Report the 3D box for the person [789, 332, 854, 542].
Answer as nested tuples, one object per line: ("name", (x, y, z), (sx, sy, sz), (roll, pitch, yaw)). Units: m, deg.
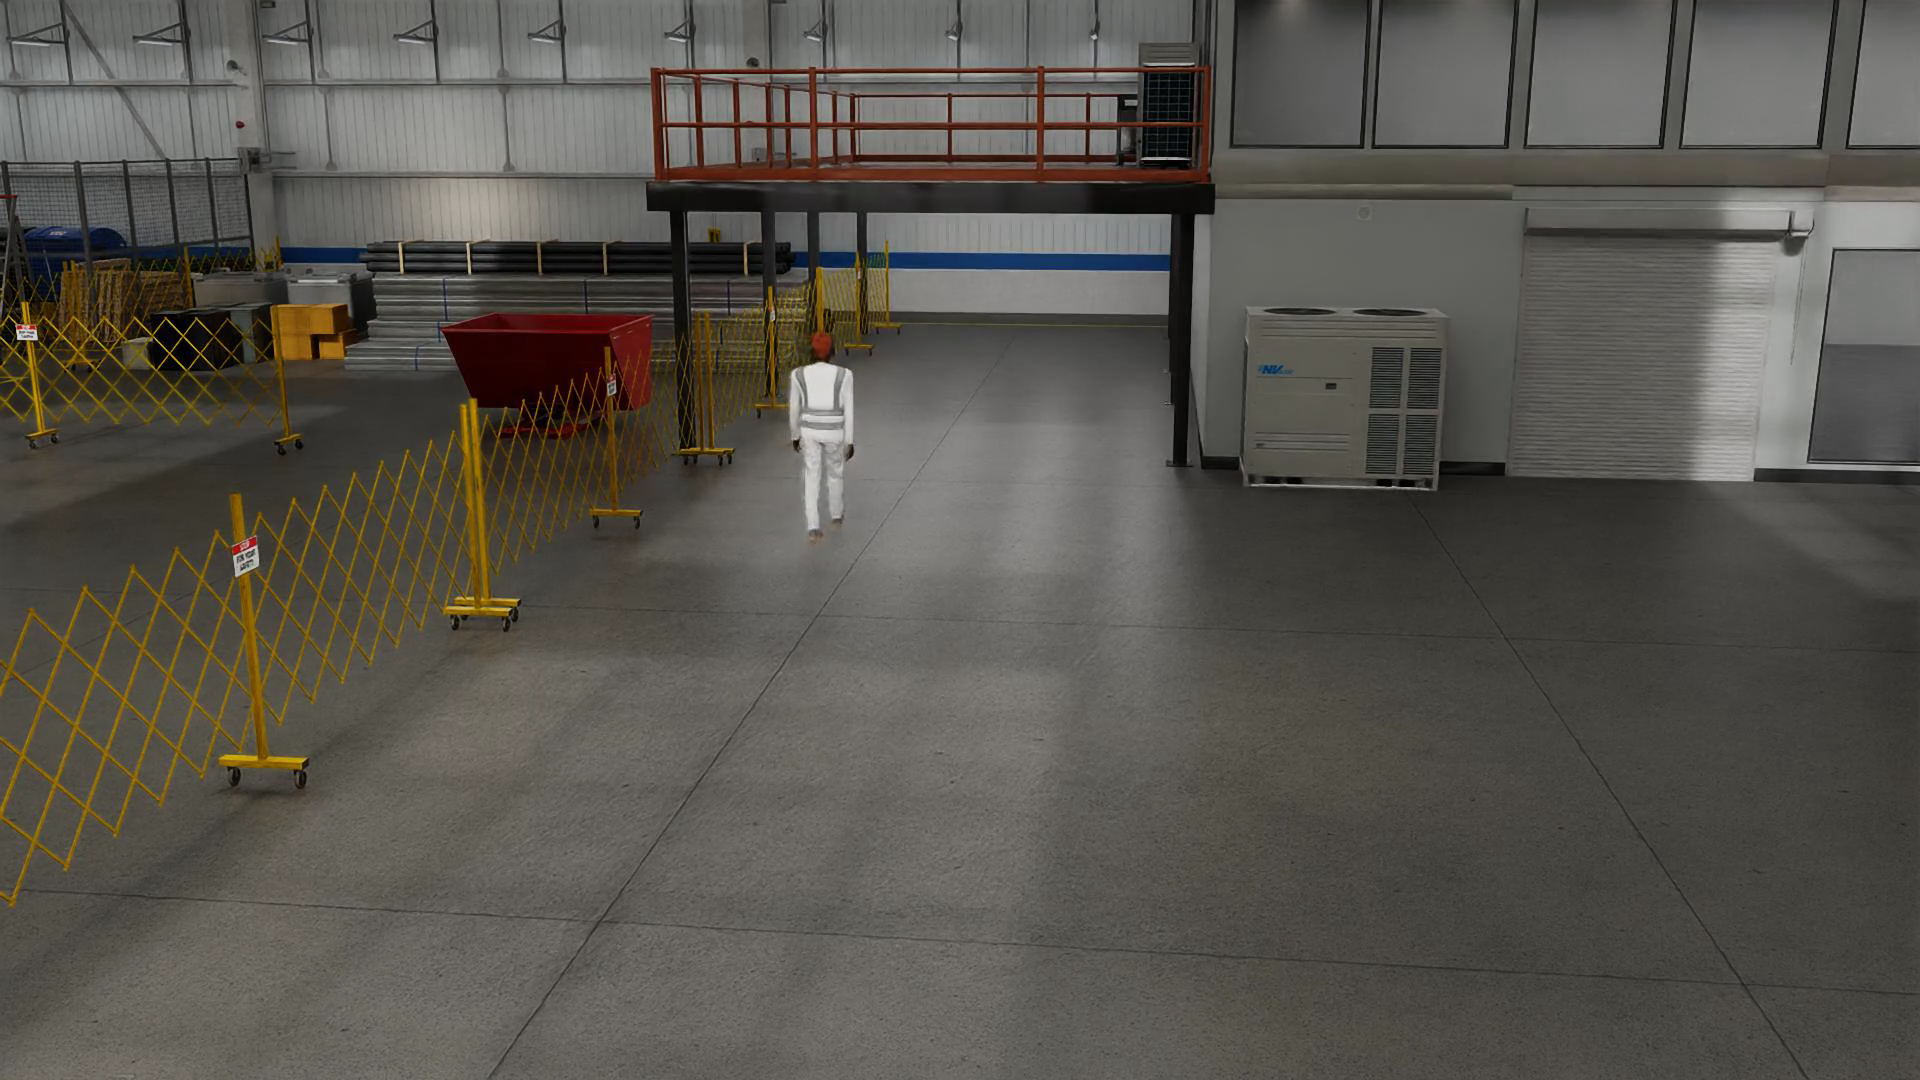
("person", (-1.228, -0.931, 14.787), (0.595, 1.835, 0.979), (1, 14, 5))
